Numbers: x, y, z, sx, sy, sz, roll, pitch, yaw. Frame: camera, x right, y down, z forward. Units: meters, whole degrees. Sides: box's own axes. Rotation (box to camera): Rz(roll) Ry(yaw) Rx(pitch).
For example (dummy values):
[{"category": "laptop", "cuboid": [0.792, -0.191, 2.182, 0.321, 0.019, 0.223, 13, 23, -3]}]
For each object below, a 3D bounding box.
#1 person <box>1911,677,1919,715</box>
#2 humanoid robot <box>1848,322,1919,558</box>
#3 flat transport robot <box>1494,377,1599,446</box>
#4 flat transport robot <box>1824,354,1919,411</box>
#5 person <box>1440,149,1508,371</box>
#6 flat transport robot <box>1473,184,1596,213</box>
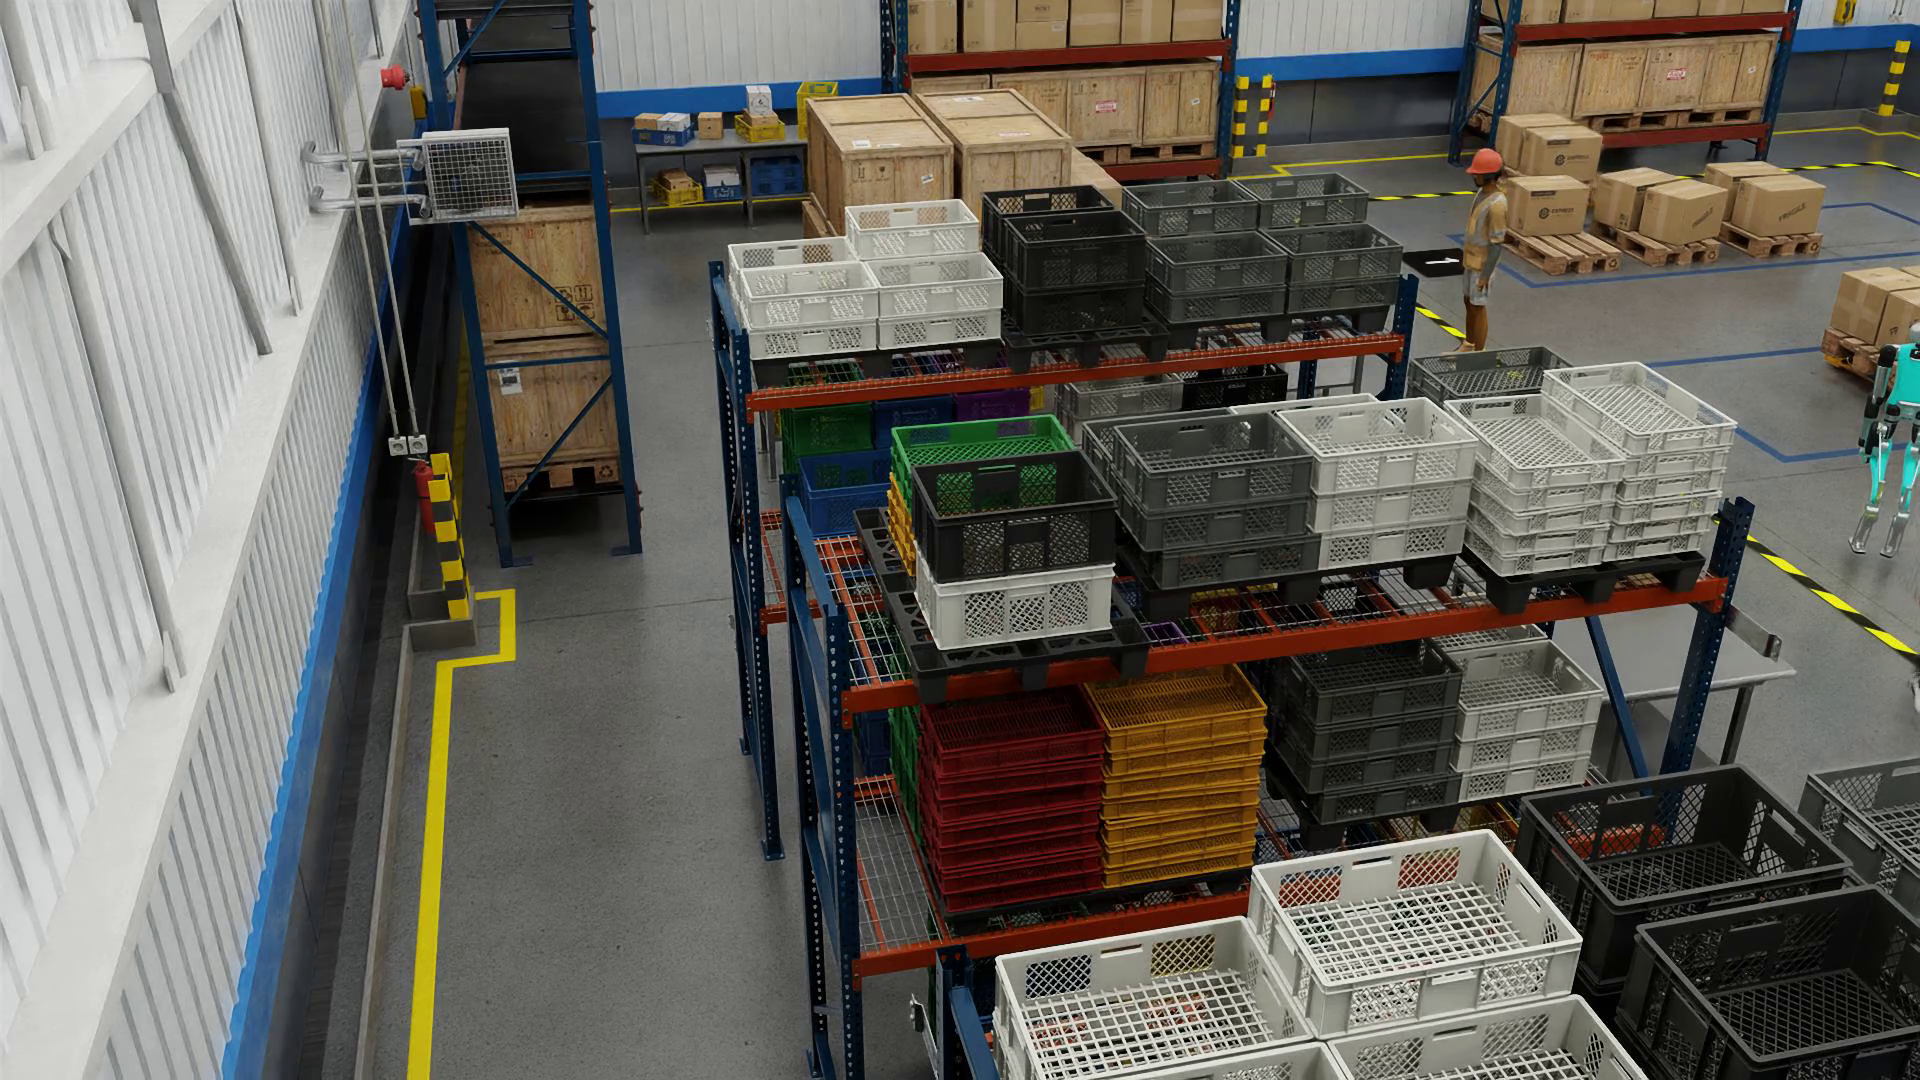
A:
[{"category": "person", "cuboid": [6.013, 0.420, 9.645, 0.594, 1.771, 1.037, -2, 28, -3]}, {"category": "humanoid robot", "cuboid": [6.516, -0.634, 11.530, 0.533, 1.677, 0.735, 14, 31, 24]}, {"category": "flat transport robot", "cuboid": [4.780, -1.036, 14.013, 0.659, 0.231, 1.431, -6, 28, -12]}, {"category": "flat transport robot", "cuboid": [8.473, -1.467, 14.800, 0.652, 0.197, 1.431, -6, 28, -12]}, {"category": "person", "cuboid": [4.604, -2.475, 14.850, 0.391, 2.033, 0.613, 1, 28, 1]}, {"category": "flat transport robot", "cuboid": [6.932, -4.115, 19.824, 1.431, 0.197, 0.652, -6, 28, -12]}]
